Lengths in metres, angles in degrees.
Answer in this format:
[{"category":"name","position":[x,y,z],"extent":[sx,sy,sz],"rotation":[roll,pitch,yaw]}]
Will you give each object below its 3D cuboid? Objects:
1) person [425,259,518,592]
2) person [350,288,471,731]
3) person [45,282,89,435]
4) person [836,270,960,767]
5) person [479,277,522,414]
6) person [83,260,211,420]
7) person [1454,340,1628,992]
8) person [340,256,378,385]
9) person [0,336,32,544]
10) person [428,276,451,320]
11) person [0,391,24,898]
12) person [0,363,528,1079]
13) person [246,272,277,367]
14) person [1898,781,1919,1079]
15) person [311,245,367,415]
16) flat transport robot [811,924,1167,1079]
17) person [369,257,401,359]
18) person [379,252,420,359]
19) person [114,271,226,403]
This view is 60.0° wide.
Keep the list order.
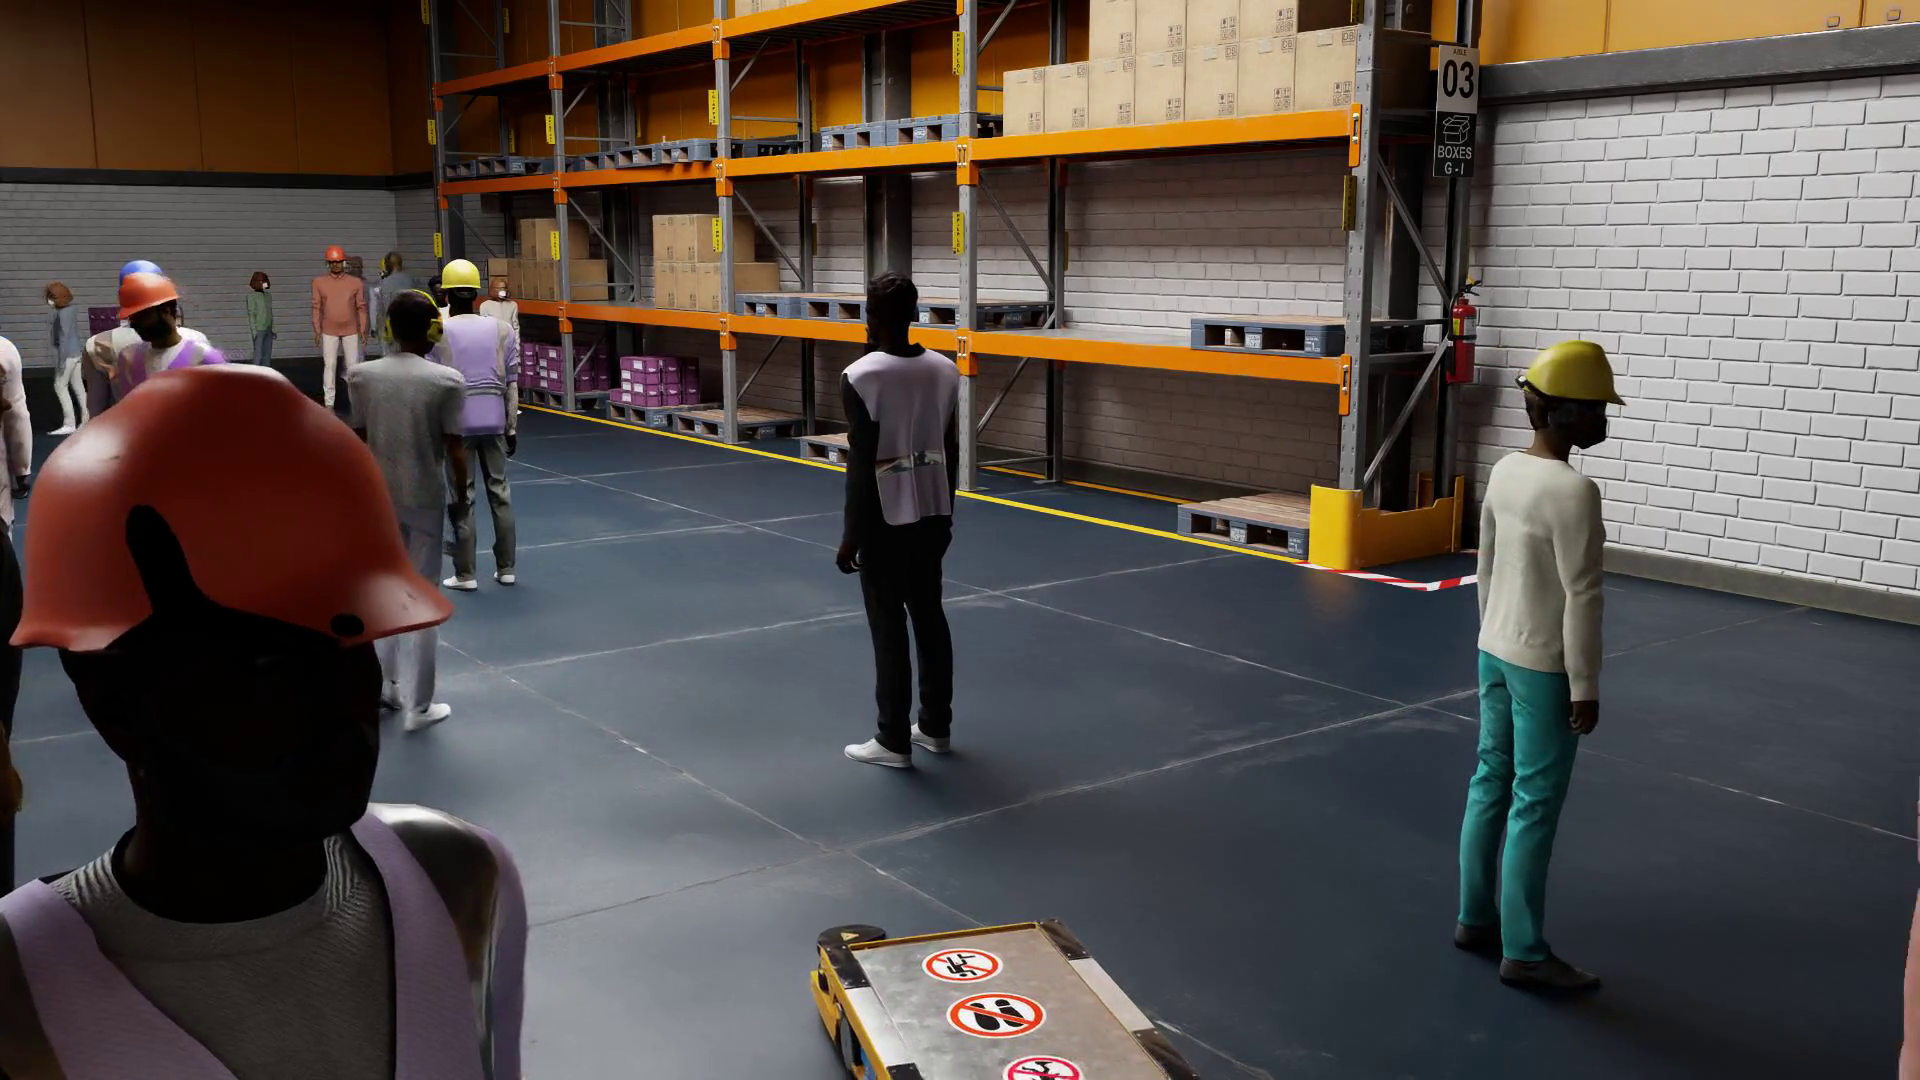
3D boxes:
[{"category":"person","position":[-2.861,-0.661,9.707],"extent":[0.586,1.928,0.380],"rotation":[-8,13,-36]},{"category":"person","position":[-2.319,-0.125,6.993],"extent":[0.532,1.835,0.482],"rotation":[1,10,4]},{"category":"person","position":[-9.492,-1.918,17.698],"extent":[0.303,1.613,0.521],"rotation":[-3,11,-16]},{"category":"person","position":[-0.225,-0.075,6.454],"extent":[0.370,1.916,0.597],"rotation":[9,13,40]},{"category":"person","position":[-5.416,-2.276,19.612],"extent":[0.492,1.625,0.284],"rotation":[-10,14,-44]},{"category":"person","position":[-3.974,-0.406,8.253],"extent":[0.604,1.938,0.402],"rotation":[-5,11,-24]},{"category":"person","position":[1.606,0.338,4.573],"extent":[0.327,1.765,0.531],"rotation":[-2,10,-9]},{"category":"person","position":[-8.510,-3.060,23.371],"extent":[1.006,1.857,0.667],"rotation":[7,12,34]},{"category":"person","position":[-4.921,-0.374,8.196],"extent":[0.646,1.900,0.403],"rotation":[-4,11,-21]},{"category":"person","position":[-5.265,-1.837,16.940],"extent":[0.540,1.695,0.316],"rotation":[-4,11,-21]},{"category":"person","position":[-2.250,0.442,3.762],"extent":[0.351,1.846,0.506],"rotation":[-9,14,-42]},{"category":"person","position":[-0.496,0.842,1.250],"extent":[0.347,1.943,0.544],"rotation":[6,12,30]},{"category":"person","position":[-9.632,-2.884,22.983],"extent":[0.278,1.633,0.507],"rotation":[2,10,11]},{"category":"person","position":[1.832,0.612,2.677],"extent":[0.673,1.892,0.649],"rotation":[-3,11,-15]},{"category":"person","position":[-7.338,-2.478,19.696],"extent":[0.612,1.995,0.393],"rotation":[-4,11,-21]},{"category":"flat transport robot","position":[0.118,1.217,3.831],"extent":[0.652,0.197,1.431],"rotation":[-3,11,-17]},{"category":"person","position":[-7.812,-2.964,22.859],"extent":[0.598,1.836,0.404],"rotation":[-7,12,-32]},{"category":"person","position":[-7.013,-2.599,20.612],"extent":[0.942,1.900,0.660],"rotation":[6,12,29]},{"category":"person","position":[-3.741,-0.347,8.048],"extent":[0.550,1.900,0.852],"rotation":[3,10,14]}]
